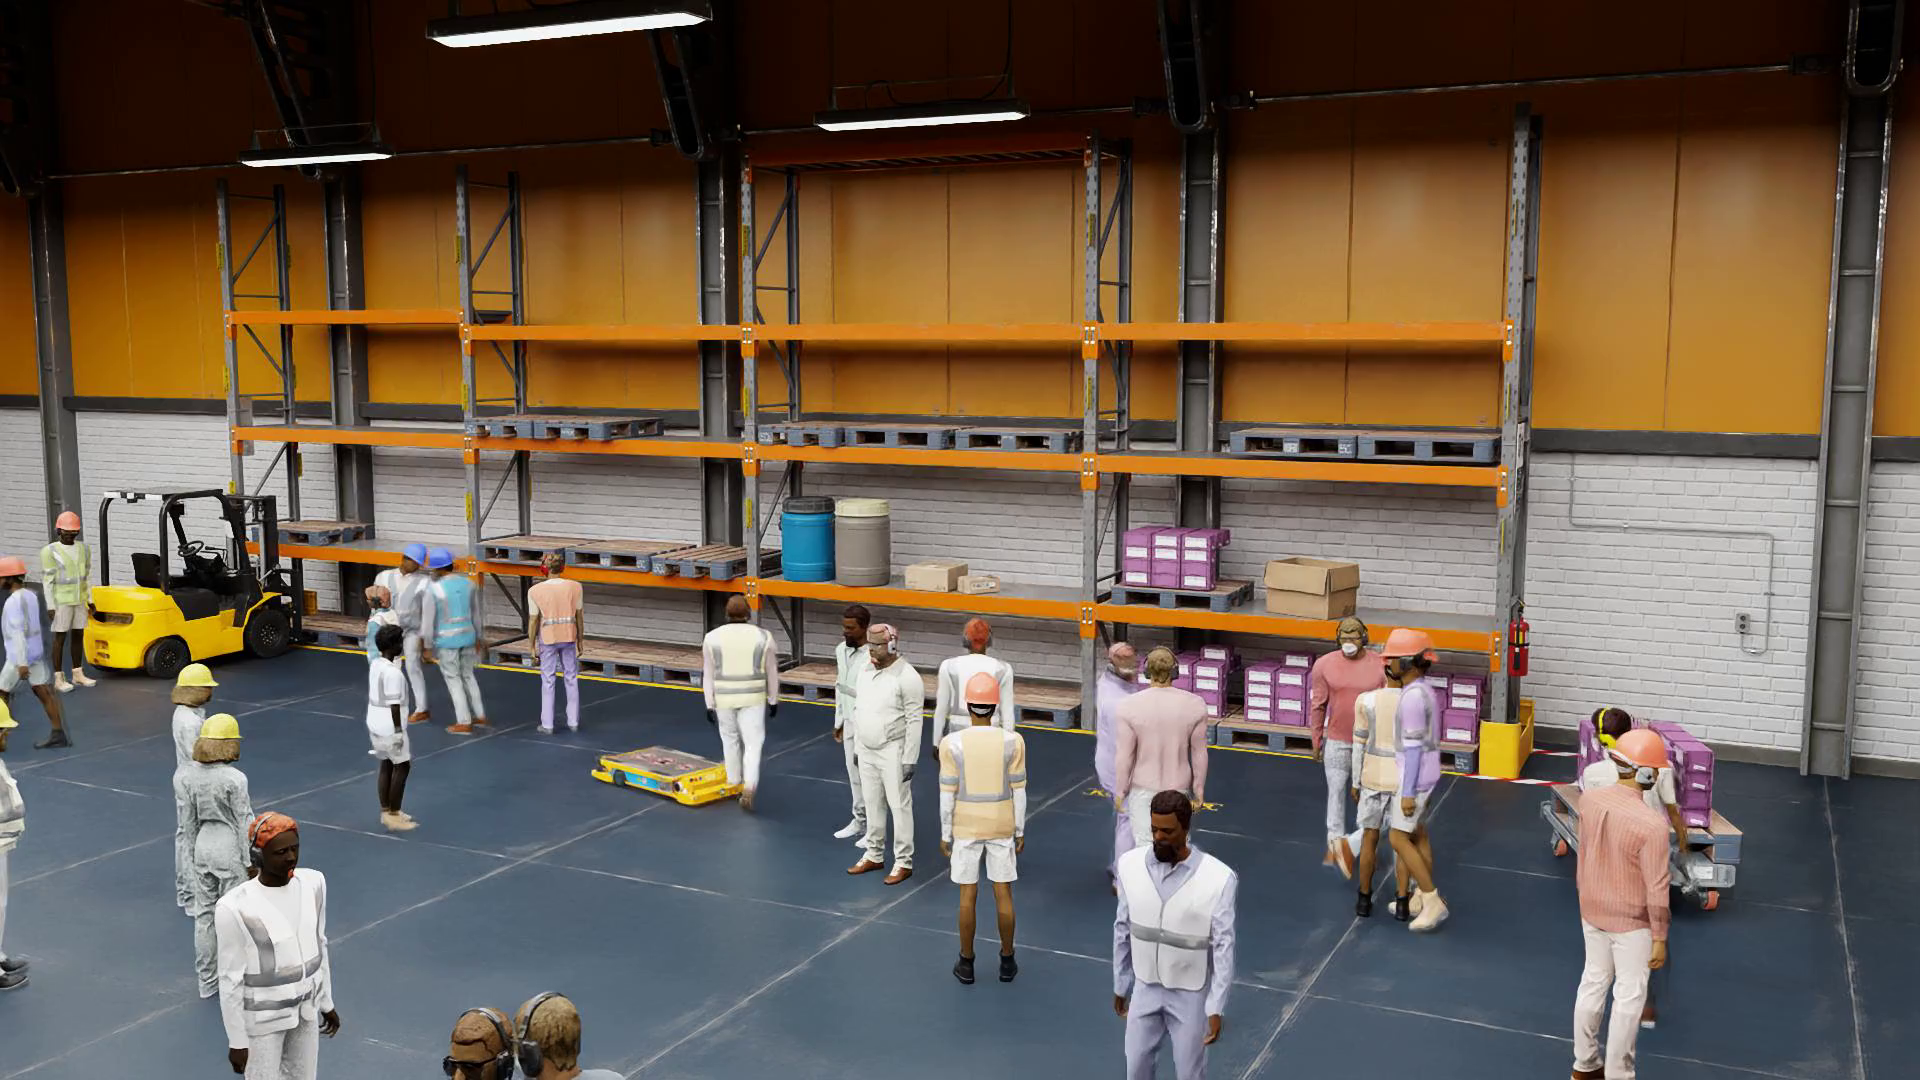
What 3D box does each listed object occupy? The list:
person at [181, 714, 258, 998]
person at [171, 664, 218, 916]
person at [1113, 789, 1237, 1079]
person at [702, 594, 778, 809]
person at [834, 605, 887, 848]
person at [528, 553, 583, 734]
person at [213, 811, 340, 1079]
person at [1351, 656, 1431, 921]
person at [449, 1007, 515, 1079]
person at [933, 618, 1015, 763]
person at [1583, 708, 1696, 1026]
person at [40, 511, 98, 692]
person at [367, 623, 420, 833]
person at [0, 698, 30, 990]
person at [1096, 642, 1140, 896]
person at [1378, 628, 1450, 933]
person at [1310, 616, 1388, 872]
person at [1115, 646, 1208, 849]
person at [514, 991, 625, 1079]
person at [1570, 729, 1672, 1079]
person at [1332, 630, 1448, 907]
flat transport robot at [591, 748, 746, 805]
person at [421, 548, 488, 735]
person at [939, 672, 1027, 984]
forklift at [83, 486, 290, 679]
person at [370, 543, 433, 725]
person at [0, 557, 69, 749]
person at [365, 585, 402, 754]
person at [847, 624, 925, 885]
[{"bbox_3d":[-4.436,1.908,10.042,0.484,1.737,0.305,2,7,18],"label":"person"},{"bbox_3d":[-5.305,1.720,11.568,0.322,1.741,0.489,-4,8,-33],"label":"person"},{"bbox_3d":[0.982,2.099,7.758,0.608,1.915,0.459,4,8,27],"label":"person"},{"bbox_3d":[-1.867,1.371,14.175,0.633,1.816,0.828,-1,7,-5],"label":"person"},{"bbox_3d":[-0.763,1.451,13.128,0.394,1.910,0.591,-6,9,-40],"label":"person"},{"bbox_3d":[-4.062,1.047,16.759,0.560,1.836,0.394,-4,8,-30],"label":"person"},{"bbox_3d":[-3.046,2.146,7.470,0.352,1.883,0.580,3,8,26],"label":"person"},{"bbox_3d":[2.972,1.650,11.422,0.548,1.923,0.391,2,7,14],"label":"person"},{"bbox_3d":[-1.540,2.413,5.424,0.508,1.846,0.345,1,7,11],"label":"person"},{"bbox_3d":[0.110,1.524,12.652,0.627,1.867,0.420,0,7,3],"label":"person"},{"bbox_3d":[3.982,1.890,9.856,0.605,1.813,0.766,1,7,5],"label":"person"},{"bbox_3d":[-10.085,0.687,18.881,0.395,2.040,0.609,3,7,23],"label":"person"},{"bbox_3d":[-4.631,1.513,13.494,0.321,1.693,0.578,-5,9,-37],"label":"person"},{"bbox_3d":[-5.938,1.854,10.174,0.403,1.817,0.601,-4,8,-29],"label":"person"},{"bbox_3d":[1.178,1.629,11.875,0.419,1.857,0.713,0,7,1],"label":"person"},{"bbox_3d":[3.086,1.613,11.295,0.540,2.027,0.639,3,7,20],"label":"person"},{"bbox_3d":[2.949,1.518,12.507,0.634,1.928,0.377,2,7,19],"label":"person"},{"bbox_3d":[1.345,1.676,11.143,0.635,1.934,0.351,-1,7,-6],"label":"person"},{"bbox_3d":[-1.267,2.387,5.307,0.375,1.928,0.639,3,8,25],"label":"person"},{"bbox_3d":[3.459,1.955,8.656,0.403,1.983,0.627,-3,7,-20],"label":"person"},{"bbox_3d":[3.052,1.588,11.755,0.793,1.964,0.627,3,8,25],"label":"person"},{"bbox_3d":[-2.570,2.066,14.739,1.431,0.197,0.652,6,9,41],"label":"flat transport robot"},{"bbox_3d":[-5.099,1.017,16.697,0.430,1.913,0.647,5,8,33],"label":"person"},{"bbox_3d":[0.139,1.777,10.295,0.542,1.939,0.365,-1,7,-4],"label":"person"},{"bbox_3d":[-9.426,0.454,20.179,1.214,2.155,2.313,3,8,26],"label":"forklift"},{"bbox_3d":[-5.775,0.966,17.208,0.651,1.888,0.431,-1,7,-6],"label":"person"},{"bbox_3d":[-9.145,1.108,16.011,0.980,1.886,0.552,-1,7,-8],"label":"person"},{"bbox_3d":[-5.527,1.243,15.973,0.313,1.637,0.515,1,7,5],"label":"person"},{"bbox_3d":[-0.566,1.558,12.233,0.643,1.908,0.408,6,9,41],"label":"person"}]
